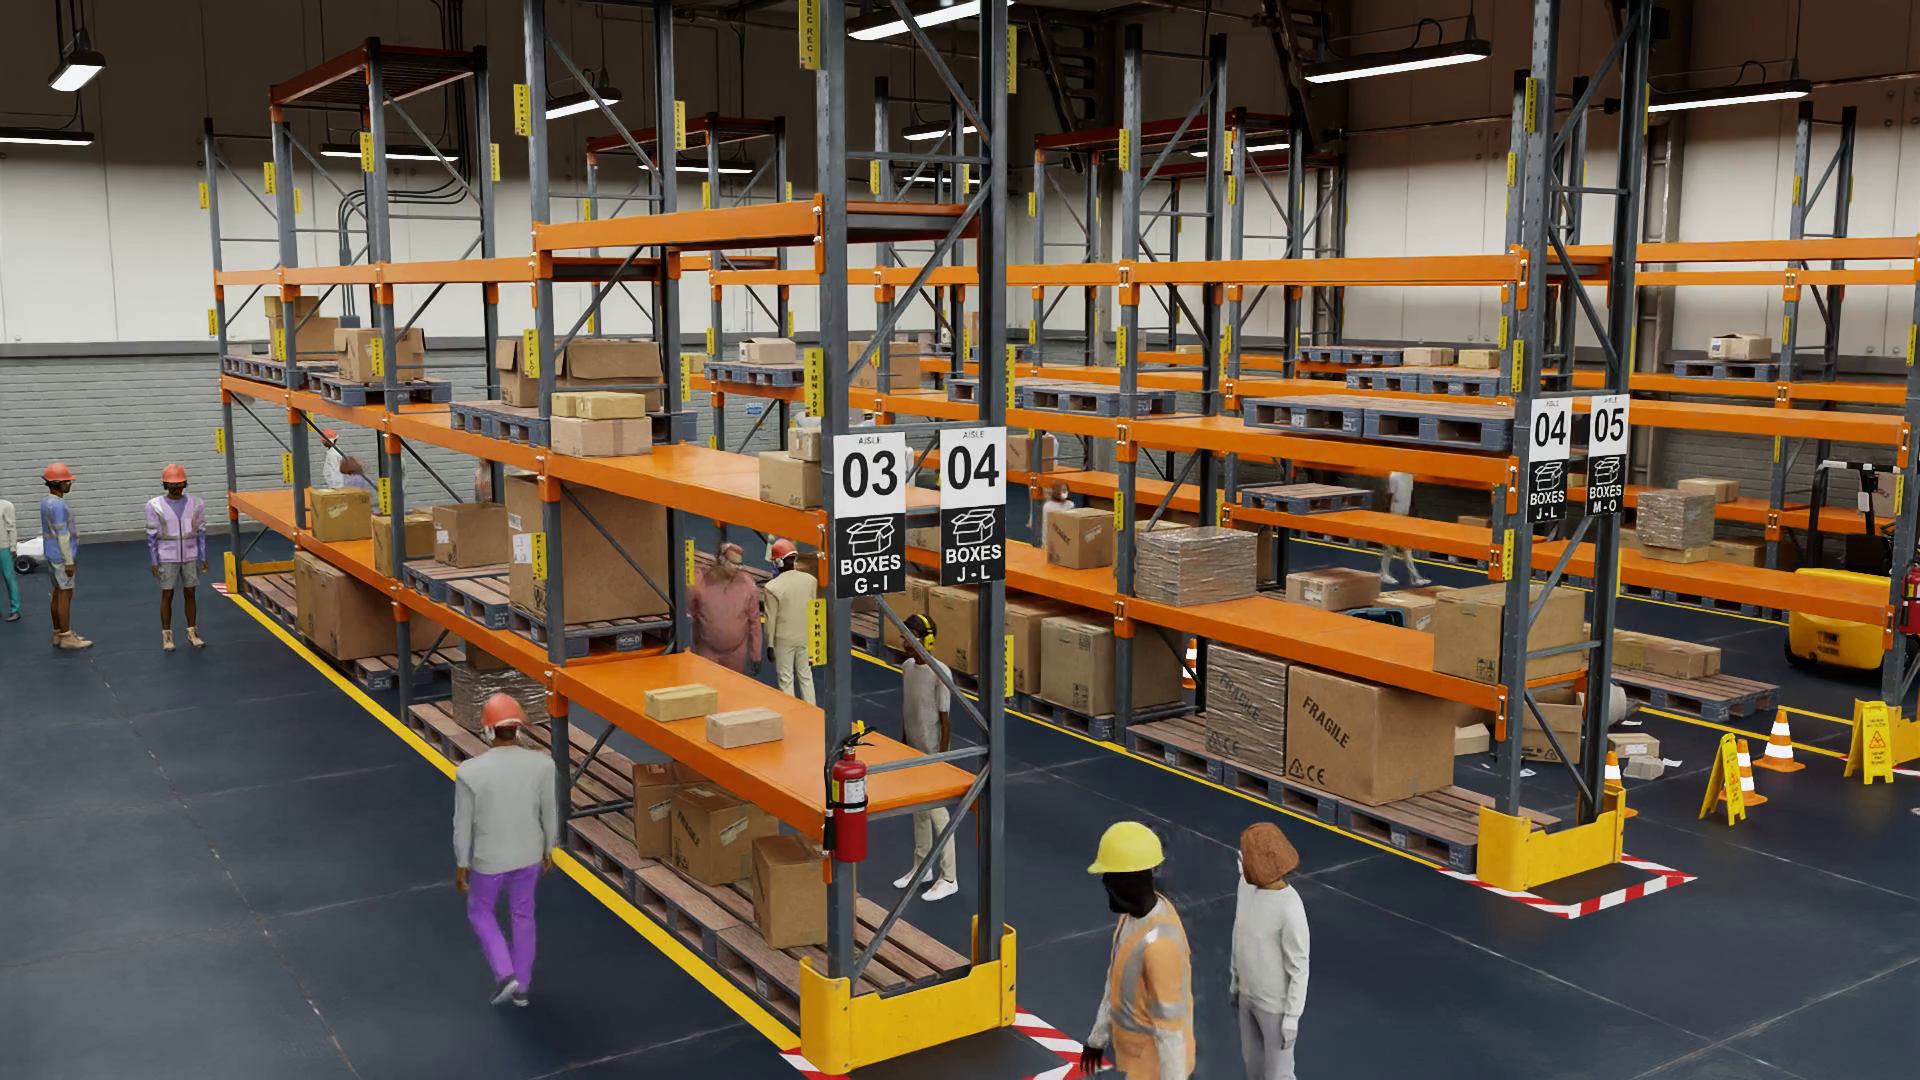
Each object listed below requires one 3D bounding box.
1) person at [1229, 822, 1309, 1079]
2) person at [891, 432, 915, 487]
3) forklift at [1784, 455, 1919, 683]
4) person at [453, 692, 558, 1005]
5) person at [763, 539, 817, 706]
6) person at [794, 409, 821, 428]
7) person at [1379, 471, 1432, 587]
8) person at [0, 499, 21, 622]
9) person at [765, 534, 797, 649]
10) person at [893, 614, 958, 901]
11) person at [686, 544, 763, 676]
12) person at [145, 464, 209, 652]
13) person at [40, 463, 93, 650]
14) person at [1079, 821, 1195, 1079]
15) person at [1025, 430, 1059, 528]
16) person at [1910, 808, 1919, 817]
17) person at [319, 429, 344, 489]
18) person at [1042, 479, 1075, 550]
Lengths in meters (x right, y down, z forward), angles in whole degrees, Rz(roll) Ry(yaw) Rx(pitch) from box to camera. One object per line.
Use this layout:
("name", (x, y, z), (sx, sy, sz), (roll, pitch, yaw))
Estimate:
("person", (1.324, 2.020, 7.259), (0.282, 1.632, 0.507), (-3, 9, -20))
("person", (-0.934, -0.793, 25.186), (0.575, 1.880, 0.358), (4, 10, 27))
("forklift", (9.643, 0.253, 17.172), (2.313, 2.155, 1.214), (-6, 10, -33))
("person", (-2.482, 1.691, 9.080), (0.589, 1.738, 0.375), (-6, 10, -34))
("person", (-1.513, 0.859, 14.672), (0.550, 1.735, 0.381), (-8, 11, -41))
("person", (-2.825, -1.786, 31.701), (0.641, 1.909, 0.409), (1, 9, 7))
("person", (5.941, -0.294, 22.003), (0.900, 1.830, 0.541), (7, 11, 40))
("person", (-11.419, 0.098, 19.666), (0.535, 1.753, 0.342), (0, 9, 3))
("person", (-1.937, 0.238, 18.183), (0.373, 1.917, 0.594), (0, 9, 2))
("person", (-0.223, 1.388, 10.740), (0.325, 1.861, 0.505), (-6, 11, -37))
("person", (-1.948, 0.951, 13.698), (0.683, 1.842, 1.002), (-3, 9, -20))
("person", (-8.501, 0.186, 18.114), (0.606, 2.045, 0.389), (-7, 11, -39))
("person", (-9.796, 0.178, 18.171), (0.371, 2.044, 0.608), (-7, 11, -40))
("person", (0.624, 2.016, 6.448), (0.868, 1.887, 0.594), (0, 9, 2))
("person", (1.314, -1.083, 27.278), (0.628, 1.837, 0.429), (6, 11, 36))
("person", (7.323, 1.253, 12.217), (0.435, 1.679, 0.555), (2, 9, 16))
("person", (-9.910, -0.890, 26.281), (0.352, 1.743, 0.568), (-3, 9, -17))
("person", (1.183, 0.036, 20.554), (0.505, 1.609, 0.711), (-5, 10, -32))
